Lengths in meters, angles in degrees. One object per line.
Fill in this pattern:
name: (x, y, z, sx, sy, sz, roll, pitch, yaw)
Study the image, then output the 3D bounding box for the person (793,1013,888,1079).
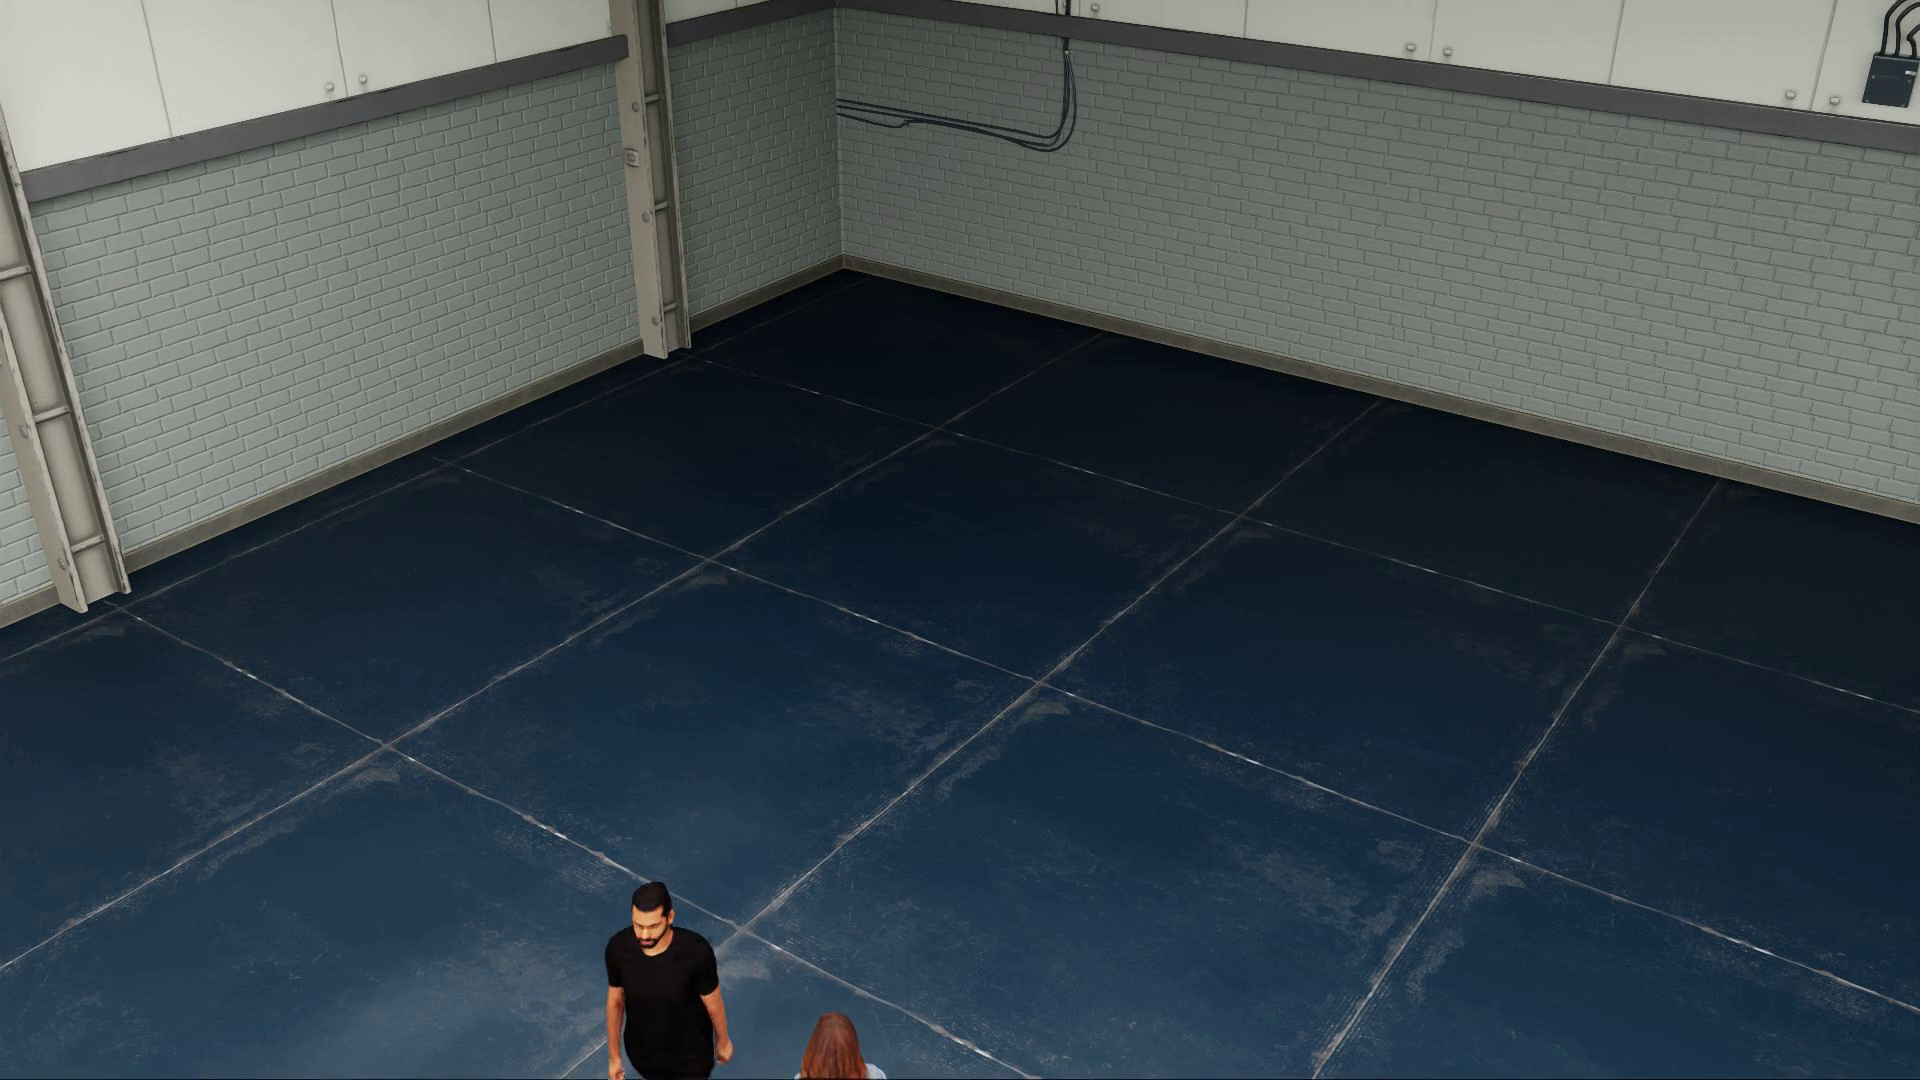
person: (-0.485, 2.492, 6.749, 0.630, 1.477, 0.695, -6, 29, -10)

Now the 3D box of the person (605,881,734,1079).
person: (-1.225, 2.135, 7.171, 0.959, 1.712, 1.244, 6, 29, 11)
